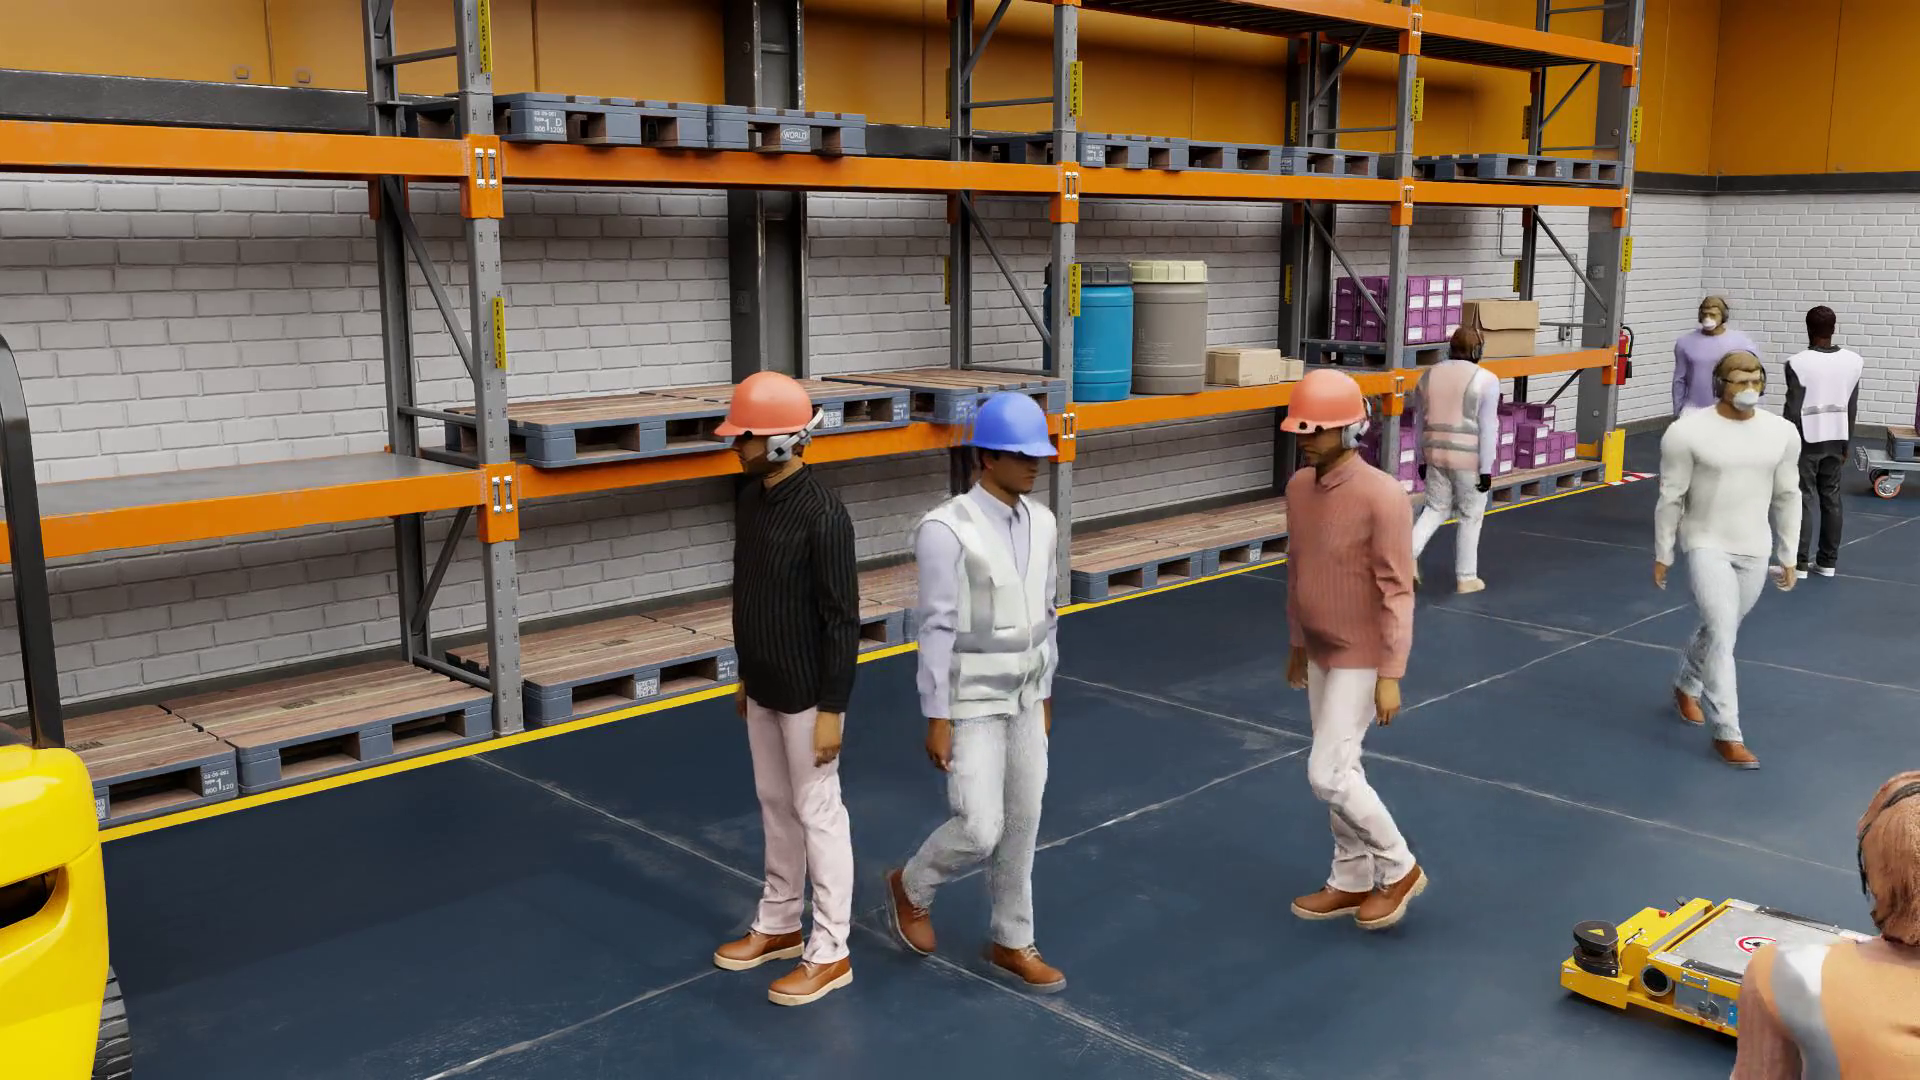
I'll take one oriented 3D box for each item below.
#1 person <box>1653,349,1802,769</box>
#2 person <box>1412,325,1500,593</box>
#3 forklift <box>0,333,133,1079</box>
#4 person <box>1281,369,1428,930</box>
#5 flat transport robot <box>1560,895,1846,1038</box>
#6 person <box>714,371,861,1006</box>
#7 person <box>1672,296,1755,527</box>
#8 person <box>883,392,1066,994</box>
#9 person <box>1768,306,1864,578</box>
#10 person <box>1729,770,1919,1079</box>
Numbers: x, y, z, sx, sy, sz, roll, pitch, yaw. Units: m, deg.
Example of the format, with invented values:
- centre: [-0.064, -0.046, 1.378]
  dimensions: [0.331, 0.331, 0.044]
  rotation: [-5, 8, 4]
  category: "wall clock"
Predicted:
- centre: [3.604, 0.039, 7.847]
  dimensions: [0.641, 1.896, 0.998]
  rotation: [0, 10, -1]
  category: "person"
- centre: [3.255, -0.516, 11.078]
  dimensions: [0.723, 1.823, 0.629]
  rotation: [-9, 14, -40]
  category: "person"
- centre: [-3.289, 0.485, 4.582]
  dimensions: [1.214, 2.155, 2.313]
  rotation: [-10, 14, -44]
  category: "forklift"
- centre: [1.282, 0.390, 5.713]
  dimensions: [0.492, 1.961, 0.654]
  rotation: [-3, 11, -15]
  category: "person"
- centre: [2.633, 1.374, 4.980]
  dimensions: [0.652, 0.197, 1.431]
  rotation: [-10, 15, -44]
  category: "flat transport robot"
- centre: [-0.549, 0.464, 5.251]
  dimensions: [0.391, 1.991, 0.613]
  rotation: [-7, 13, -34]
  category: "person"
- centre: [6.080, -1.019, 13.571]
  dimensions: [0.634, 1.913, 0.810]
  rotation: [8, 13, 36]
  category: "person"
- centre: [0.067, 0.486, 5.289]
  dimensions: [0.548, 1.931, 0.618]
  rotation: [10, 14, 43]
  category: "person"
- centre: [6.021, -0.679, 11.694]
  dimensions: [0.587, 1.914, 0.392]
  rotation: [-2, 11, -12]
  category: "person"
- centre: [1.402, 1.154, 2.498]
  dimensions: [0.515, 1.622, 0.596]
  rotation: [5, 12, 26]
  category: "person"
